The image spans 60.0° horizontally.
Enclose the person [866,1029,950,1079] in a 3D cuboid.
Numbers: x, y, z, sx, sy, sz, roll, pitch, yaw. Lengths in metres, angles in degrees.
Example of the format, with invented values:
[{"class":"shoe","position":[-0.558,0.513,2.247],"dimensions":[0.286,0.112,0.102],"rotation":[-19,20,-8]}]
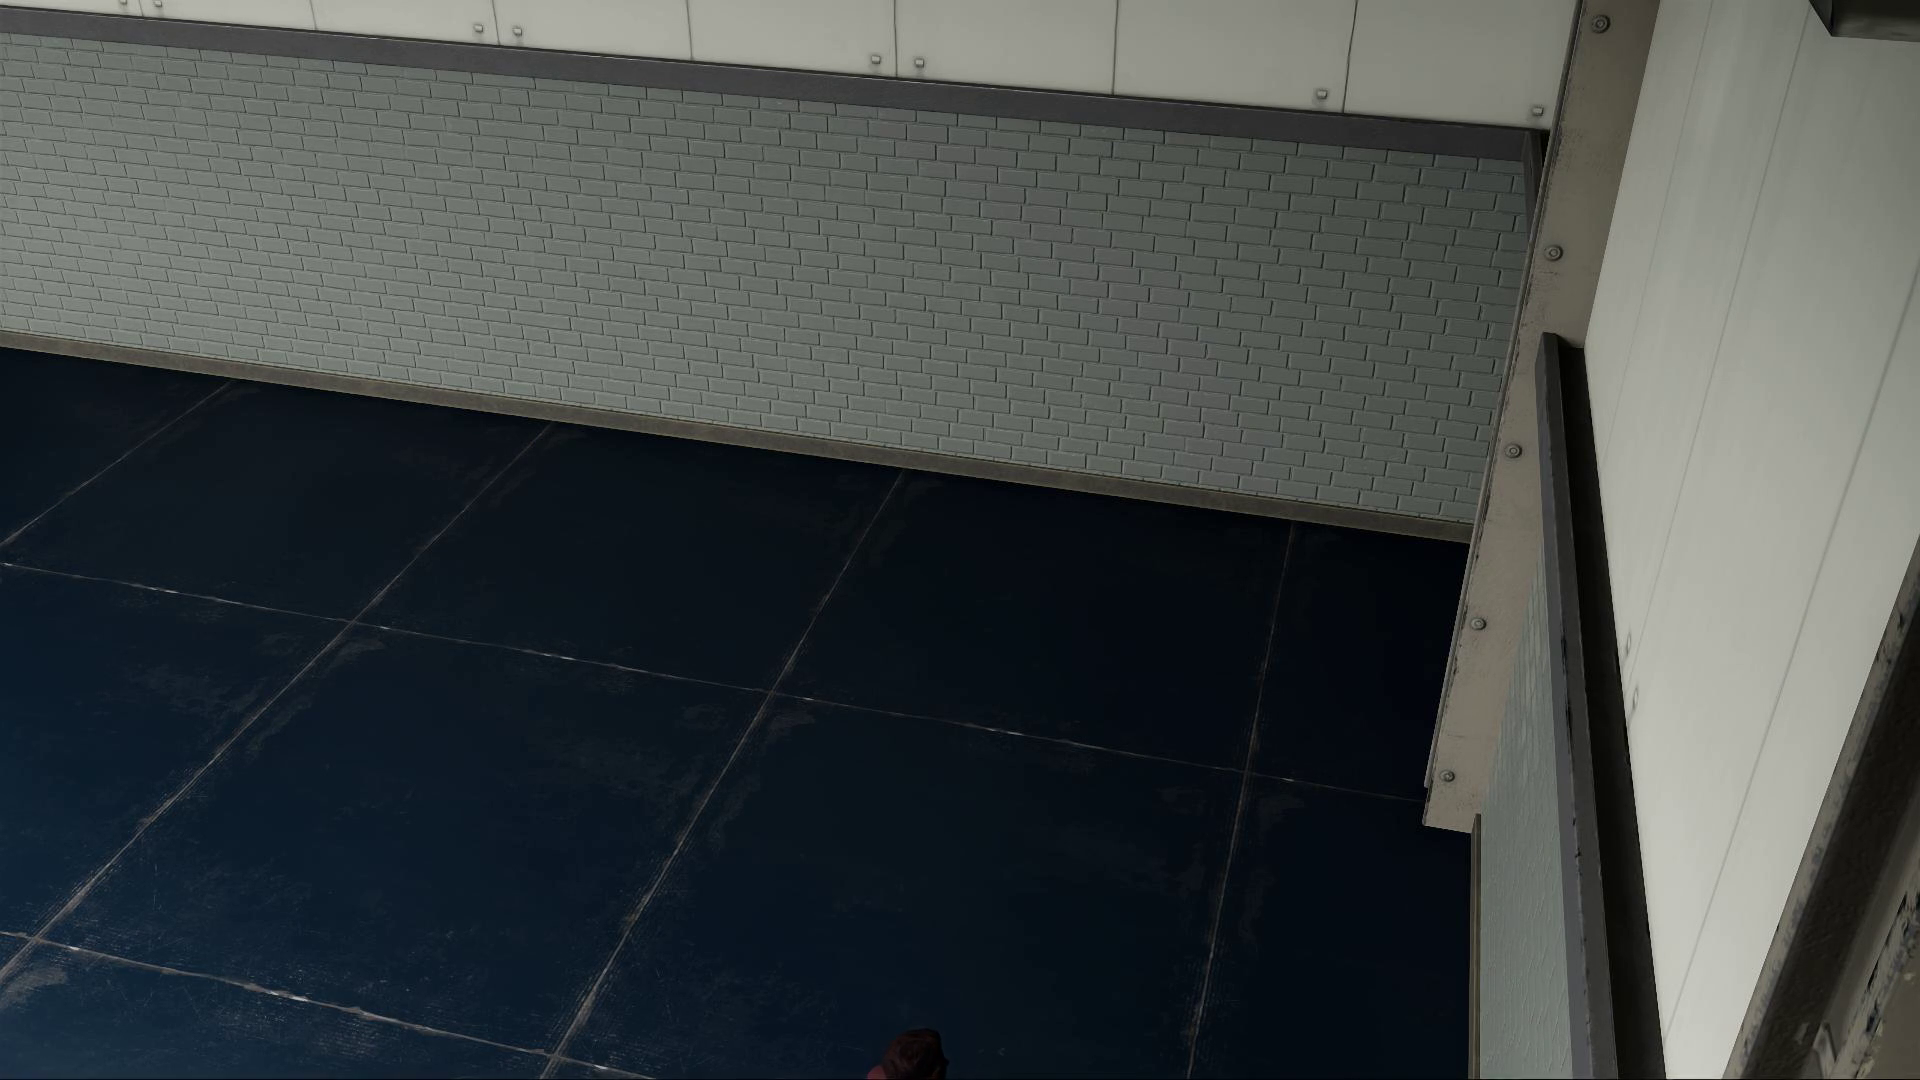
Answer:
[{"class":"person","position":[-0.164,2.531,6.304],"dimensions":[0.841,1.866,0.764],"rotation":[-14,35,-21]}]
